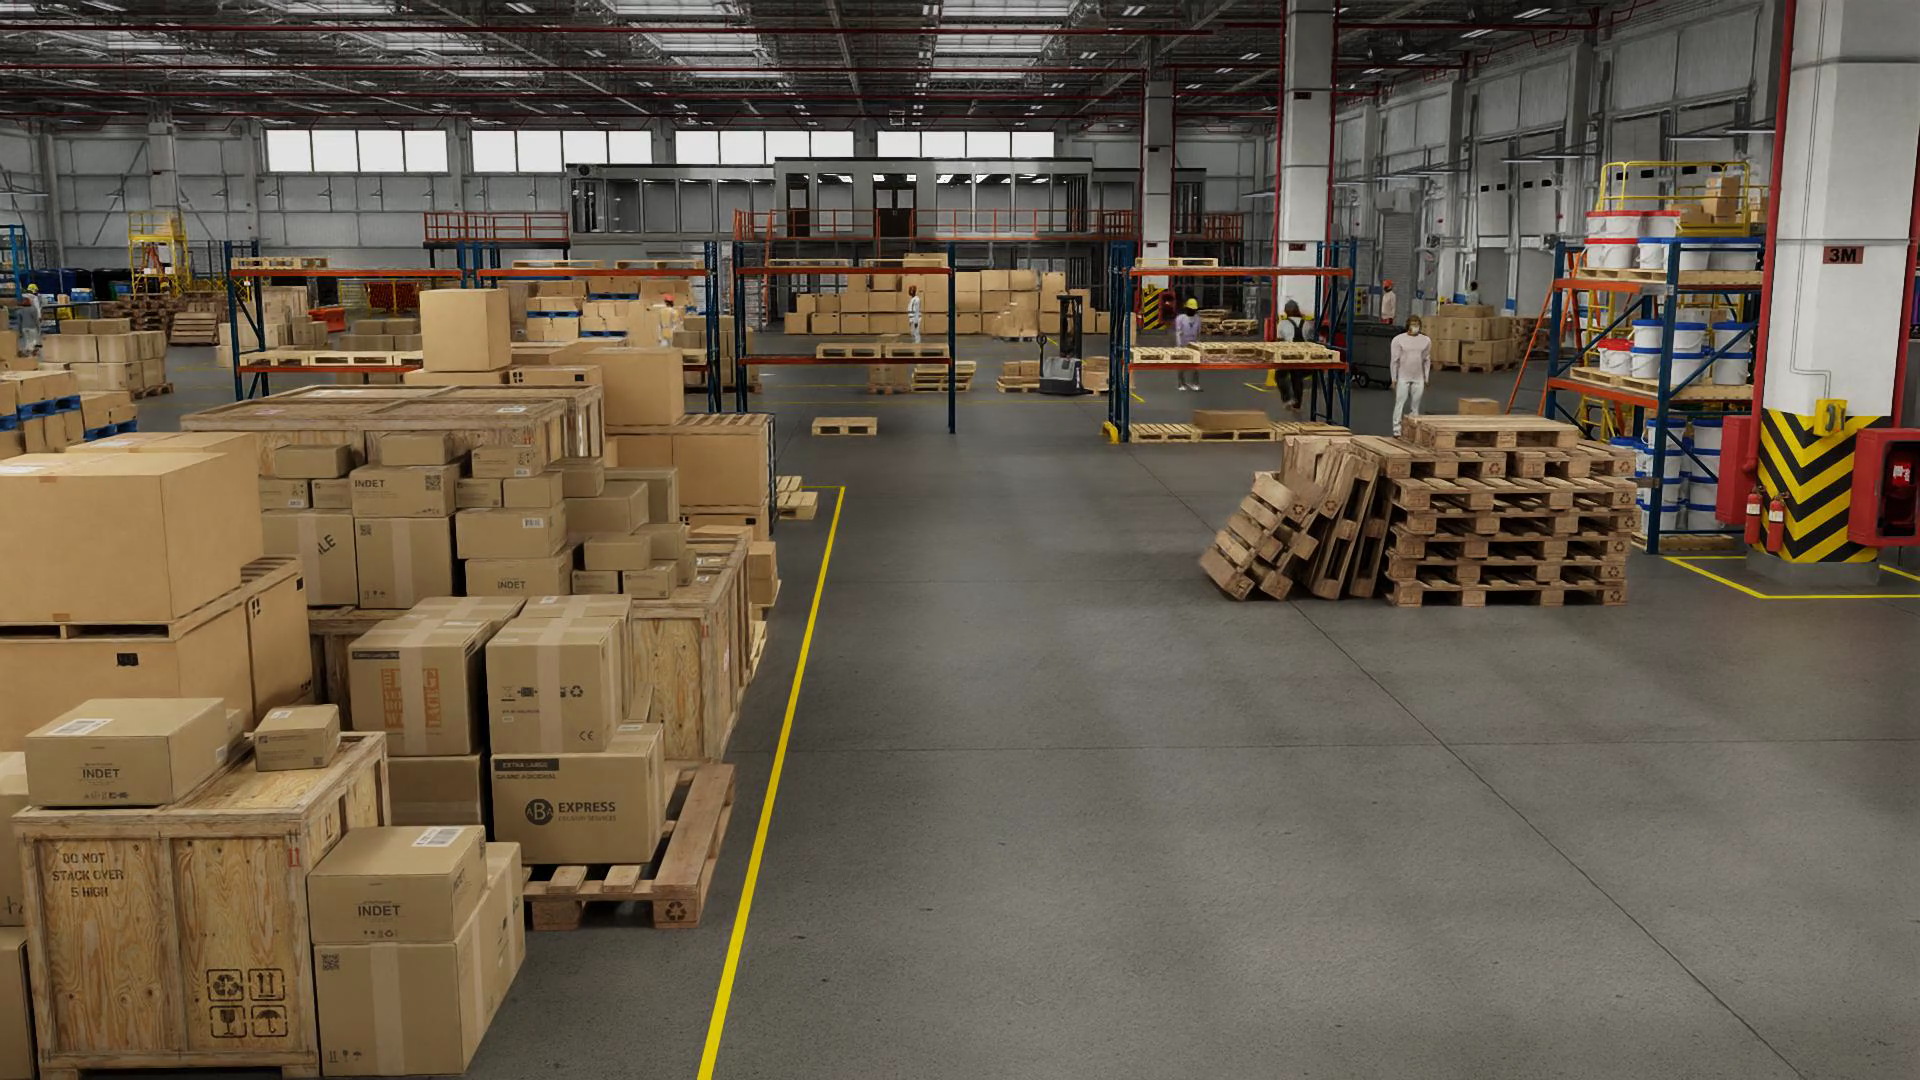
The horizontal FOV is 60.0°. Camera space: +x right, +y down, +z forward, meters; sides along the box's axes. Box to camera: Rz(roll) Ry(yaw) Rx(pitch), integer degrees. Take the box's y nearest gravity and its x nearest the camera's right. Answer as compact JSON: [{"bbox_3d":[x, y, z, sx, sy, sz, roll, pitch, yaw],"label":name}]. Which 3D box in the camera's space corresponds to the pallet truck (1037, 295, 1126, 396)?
[{"bbox_3d":[2.483,-3.881,33.060,1.885,1.965,0.823,-7,13,-36],"label":"pallet truck"}]

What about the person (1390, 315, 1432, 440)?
[{"bbox_3d":[6.808,-2.430,25.143,0.631,1.940,0.372,-1,10,-7],"label":"person"}]

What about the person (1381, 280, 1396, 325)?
[{"bbox_3d":[11.664,-6.089,45.365,0.375,1.997,0.612,-2,10,-12],"label":"person"}]

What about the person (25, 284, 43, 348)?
[{"bbox_3d":[-26.449,-6.398,47.541,0.590,1.835,0.404,7,12,33],"label":"person"}]

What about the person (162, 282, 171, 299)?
[{"bbox_3d":[-25.462,-7.412,53.435,0.289,1.745,0.485,-5,11,-25],"label":"person"}]

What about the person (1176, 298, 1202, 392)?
[{"bbox_3d":[4.650,-3.931,33.653,0.598,1.888,0.857,-3,11,-14],"label":"person"}]

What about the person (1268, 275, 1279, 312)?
[{"bbox_3d":[13.581,-10.739,71.722,0.651,1.829,0.488,-3,11,-15],"label":"person"}]

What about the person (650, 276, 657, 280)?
[{"bbox_3d":[-10.069,-7.764,54.903,0.735,1.920,0.556,8,13,39],"label":"person"}]

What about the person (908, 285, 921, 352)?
[{"bbox_3d":[-1.215,-5.838,44.317,0.350,1.878,0.568,-3,11,-18],"label":"person"}]

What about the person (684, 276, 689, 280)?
[{"bbox_3d":[-9.851,-8.624,59.877,1.020,1.851,0.603,7,12,34],"label":"person"}]

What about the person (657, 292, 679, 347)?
[{"bbox_3d":[-6.503,-4.527,36.902,0.548,1.916,0.796,5,11,27],"label":"person"}]

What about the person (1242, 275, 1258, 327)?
[{"bbox_3d":[9.800,-8.012,56.242,0.603,1.938,0.402,-7,12,-35],"label":"person"}]

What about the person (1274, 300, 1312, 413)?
[{"bbox_3d":[5.855,-3.254,29.446,0.751,2.000,0.551,-4,11,-23],"label":"person"}]

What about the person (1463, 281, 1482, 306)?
[{"bbox_3d":[15.297,-6.816,49.816,0.528,1.853,0.496,-2,10,-9],"label":"person"}]

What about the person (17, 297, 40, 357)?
[{"bbox_3d":[-23.916,-5.426,42.698,0.528,1.618,0.403,0,10,1],"label":"person"}]

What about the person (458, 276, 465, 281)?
[{"bbox_3d":[-17.442,-8.369,58.380,0.355,1.885,0.574,-8,13,-38],"label":"person"}]
